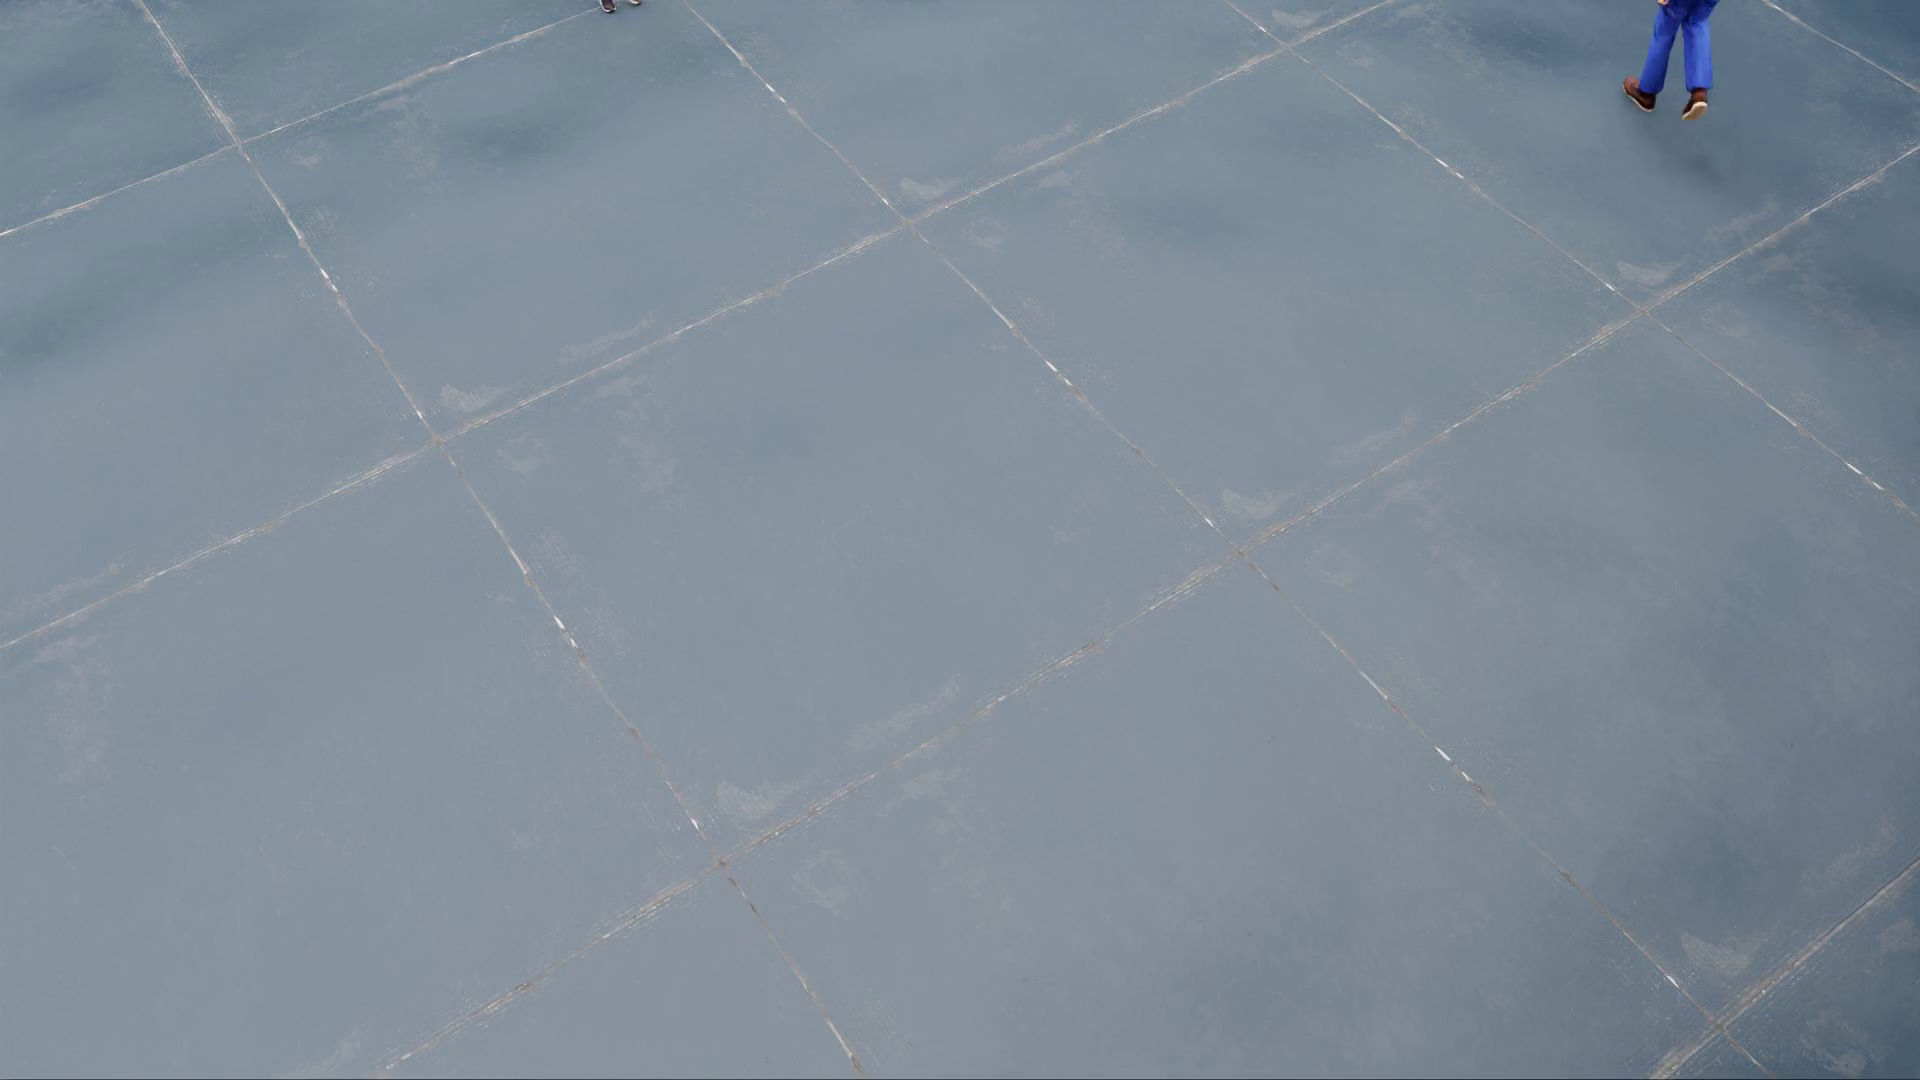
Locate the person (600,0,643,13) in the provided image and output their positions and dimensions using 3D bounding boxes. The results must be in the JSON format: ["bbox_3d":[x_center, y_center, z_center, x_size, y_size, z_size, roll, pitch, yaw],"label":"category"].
[{"bbox_3d":[-2.296,-3.974,10.788,0.448,1.110,0.473,-25,56,-18],"label":"person"}]

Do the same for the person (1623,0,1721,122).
[{"bbox_3d":[4.390,-3.232,9.745,0.874,1.849,1.014,-13,53,-10],"label":"person"}]
